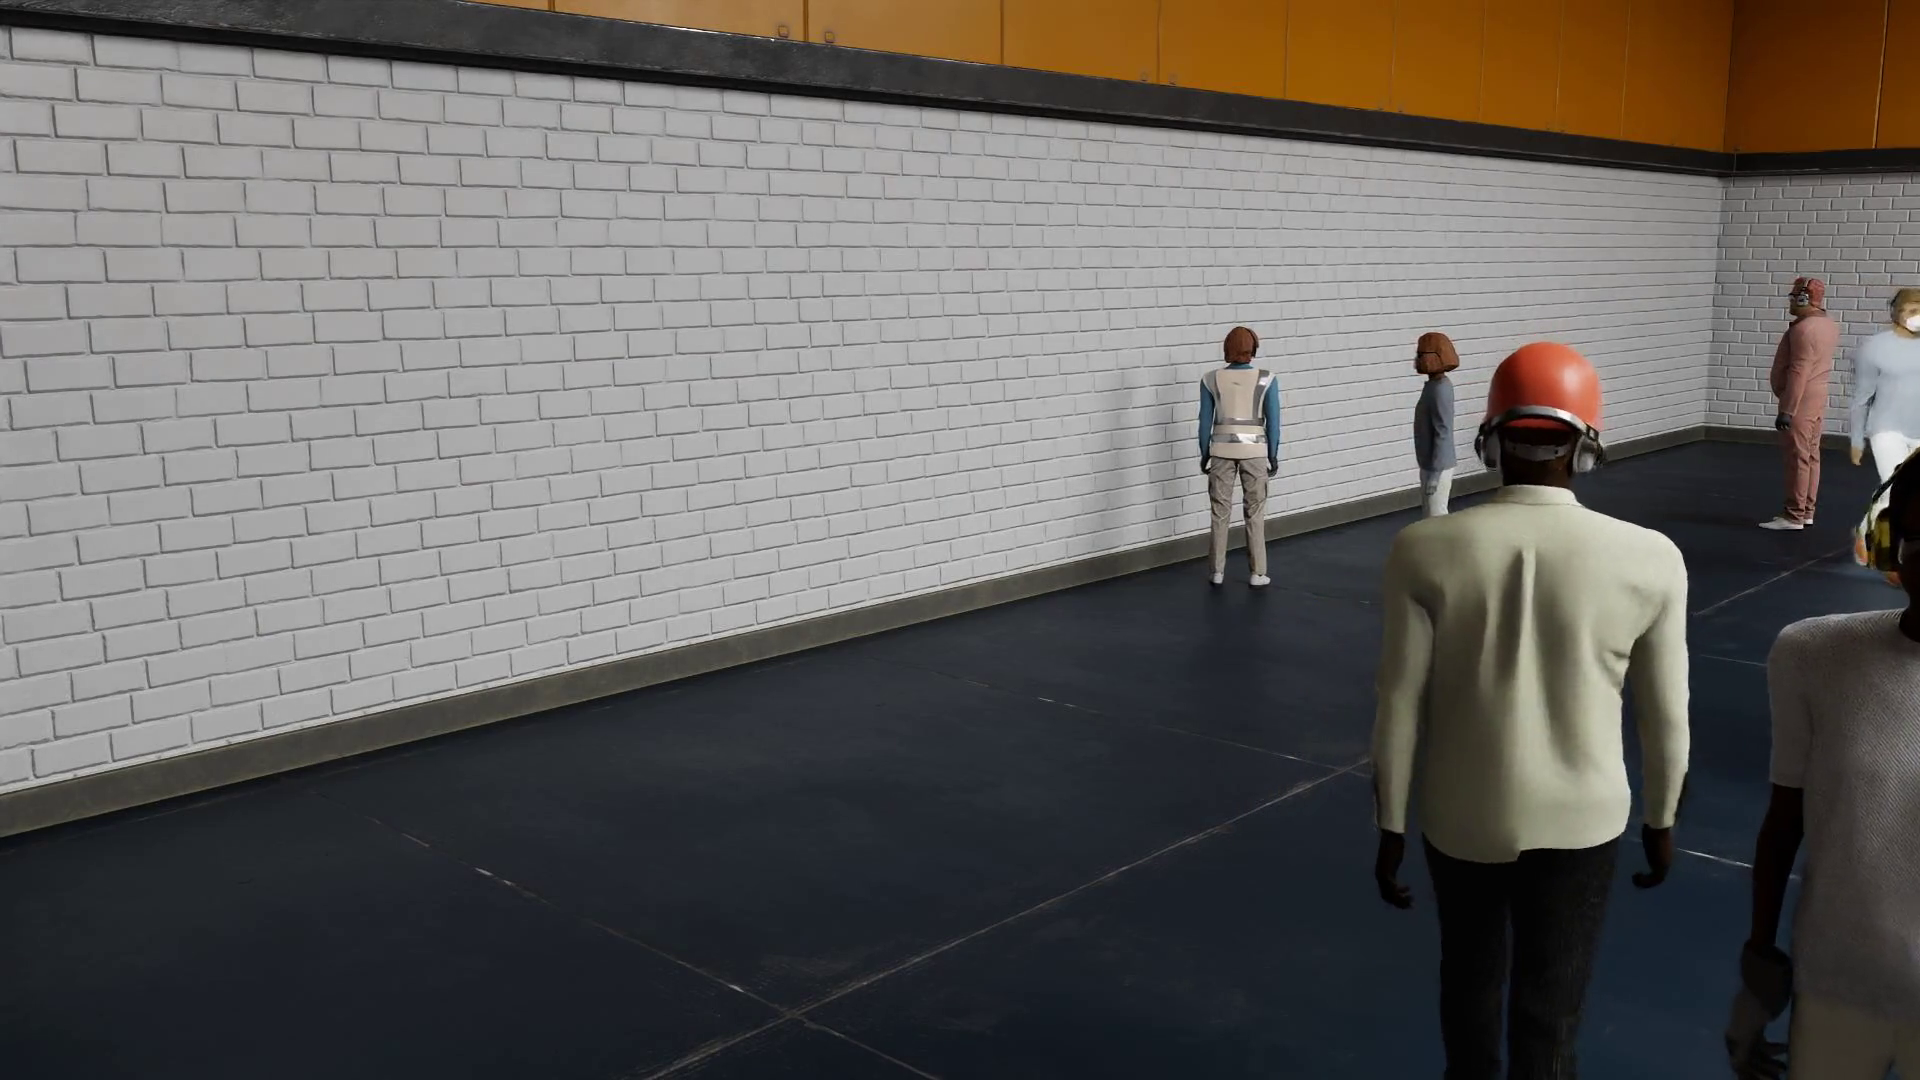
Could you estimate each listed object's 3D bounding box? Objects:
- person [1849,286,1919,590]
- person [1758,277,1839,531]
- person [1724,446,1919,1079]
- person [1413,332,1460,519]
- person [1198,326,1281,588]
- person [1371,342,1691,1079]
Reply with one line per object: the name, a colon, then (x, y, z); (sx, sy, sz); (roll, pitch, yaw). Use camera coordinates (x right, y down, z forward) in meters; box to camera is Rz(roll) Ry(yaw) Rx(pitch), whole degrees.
person: (6.005, -0.683, 10.690); (0.627, 1.901, 0.946); (0, 10, 0)
person: (6.329, -1.021, 12.571); (0.406, 1.910, 0.639); (9, 14, 43)
person: (1.496, 0.751, 2.632); (0.512, 1.860, 0.317); (7, 12, 36)
person: (2.803, -0.413, 9.888); (0.285, 1.633, 0.501); (2, 10, 11)
person: (1.752, -0.512, 10.448); (0.522, 1.639, 0.311); (3, 10, 18)
person: (1.188, 0.564, 3.481); (0.634, 1.942, 1.036); (4, 11, 20)
